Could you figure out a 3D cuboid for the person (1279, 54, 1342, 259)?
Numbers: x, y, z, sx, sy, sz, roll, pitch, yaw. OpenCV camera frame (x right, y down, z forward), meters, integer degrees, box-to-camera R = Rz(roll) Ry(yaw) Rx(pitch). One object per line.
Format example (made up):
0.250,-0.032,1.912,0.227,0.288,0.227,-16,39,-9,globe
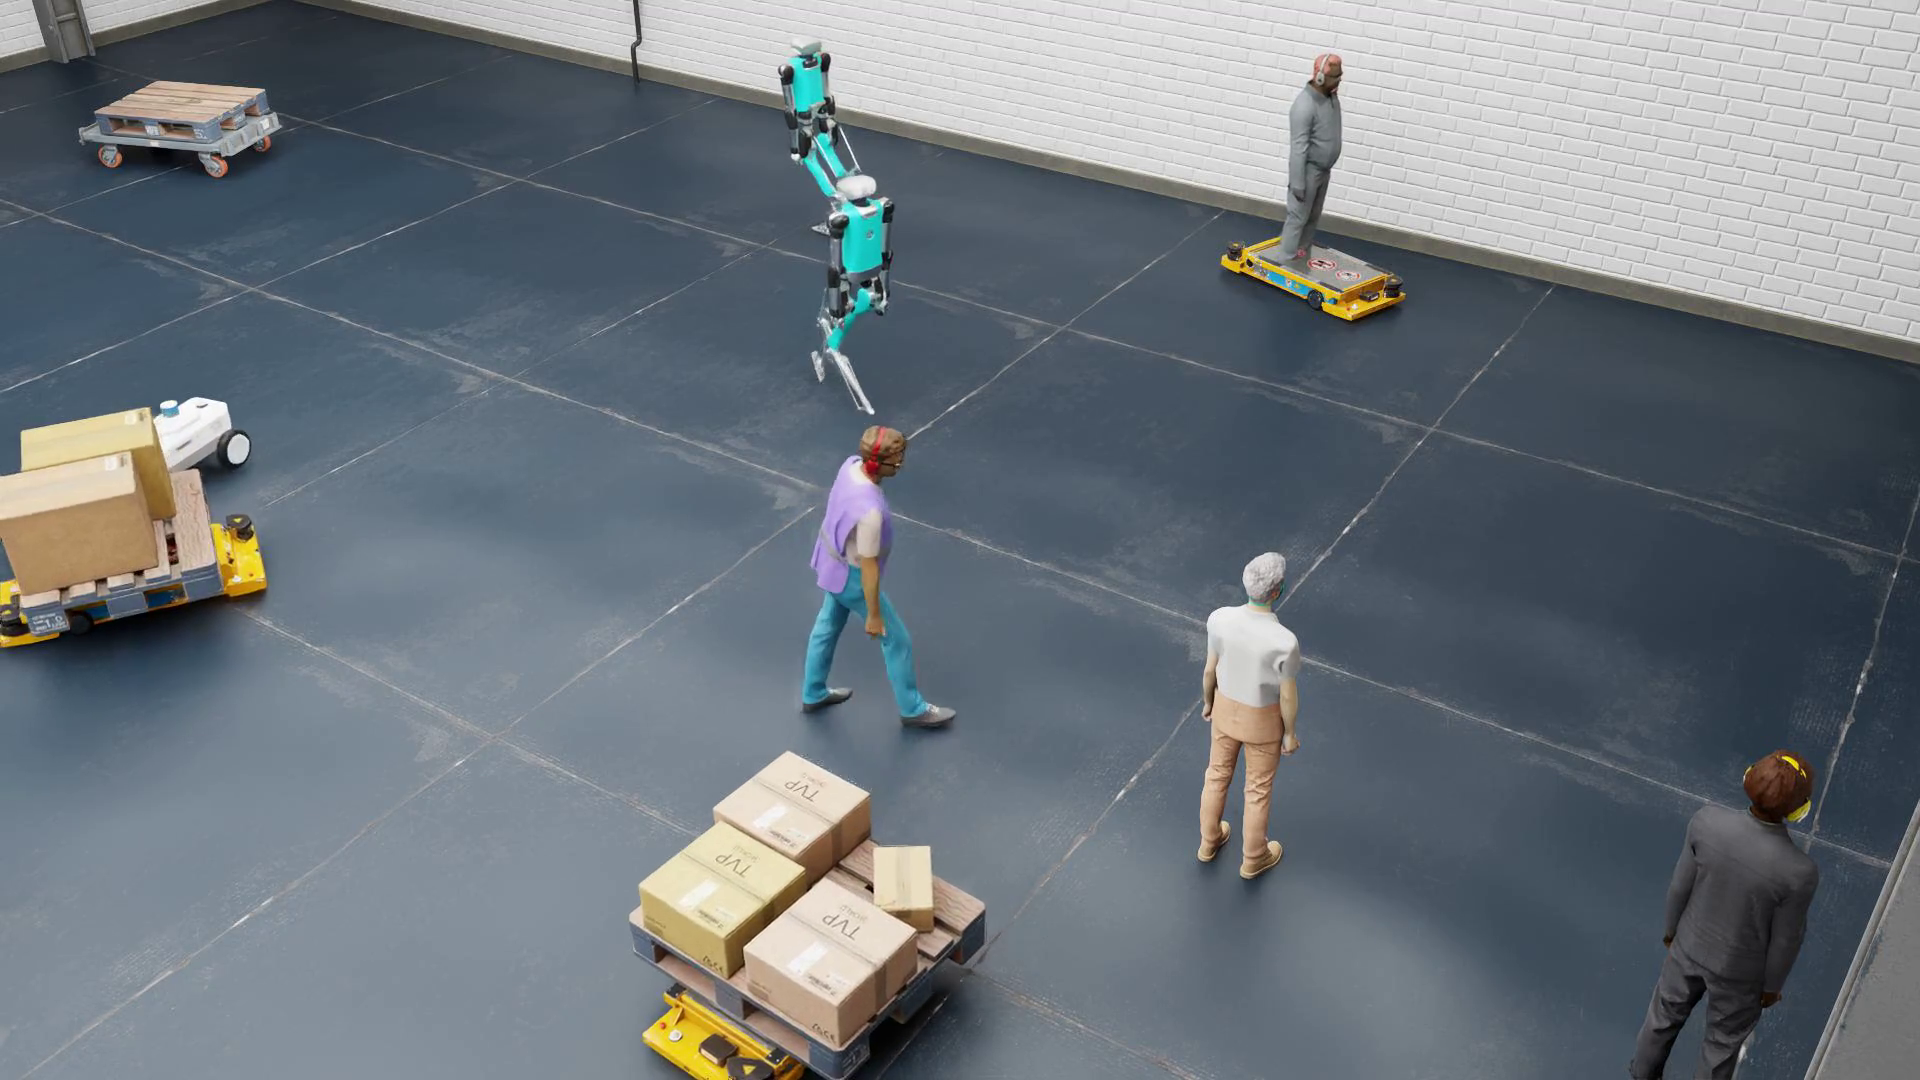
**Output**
2.838,-2.960,13.361,0.399,1.898,0.652,20,38,28,person

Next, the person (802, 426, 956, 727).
-0.448,0.214,8.526,0.808,1.785,0.593,-10,34,-15,person

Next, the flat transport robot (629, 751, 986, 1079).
-0.656,1.875,7.339,0.659,0.231,1.431,22,39,31,flat transport robot

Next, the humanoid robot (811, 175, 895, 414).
-0.896,-1.782,11.701,0.530,1.775,0.965,-26,41,-34,humanoid robot

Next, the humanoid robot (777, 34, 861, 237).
-1.067,-3.283,14.077,0.853,1.852,0.550,26,41,35,humanoid robot

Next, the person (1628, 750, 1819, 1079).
2.910,1.564,6.339,0.355,1.875,0.491,-25,40,-33,person

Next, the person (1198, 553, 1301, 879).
1.326,0.809,7.636,0.480,1.741,0.320,21,38,29,person

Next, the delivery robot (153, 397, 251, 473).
-5.140,-0.640,11.003,0.499,0.612,0.805,11,34,17,delivery robot

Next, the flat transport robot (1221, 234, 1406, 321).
2.891,-2.190,13.664,0.659,0.231,1.431,-23,39,-31,flat transport robot

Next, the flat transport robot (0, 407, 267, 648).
-4.929,0.231,9.897,1.431,0.231,0.659,-15,36,-21,flat transport robot
